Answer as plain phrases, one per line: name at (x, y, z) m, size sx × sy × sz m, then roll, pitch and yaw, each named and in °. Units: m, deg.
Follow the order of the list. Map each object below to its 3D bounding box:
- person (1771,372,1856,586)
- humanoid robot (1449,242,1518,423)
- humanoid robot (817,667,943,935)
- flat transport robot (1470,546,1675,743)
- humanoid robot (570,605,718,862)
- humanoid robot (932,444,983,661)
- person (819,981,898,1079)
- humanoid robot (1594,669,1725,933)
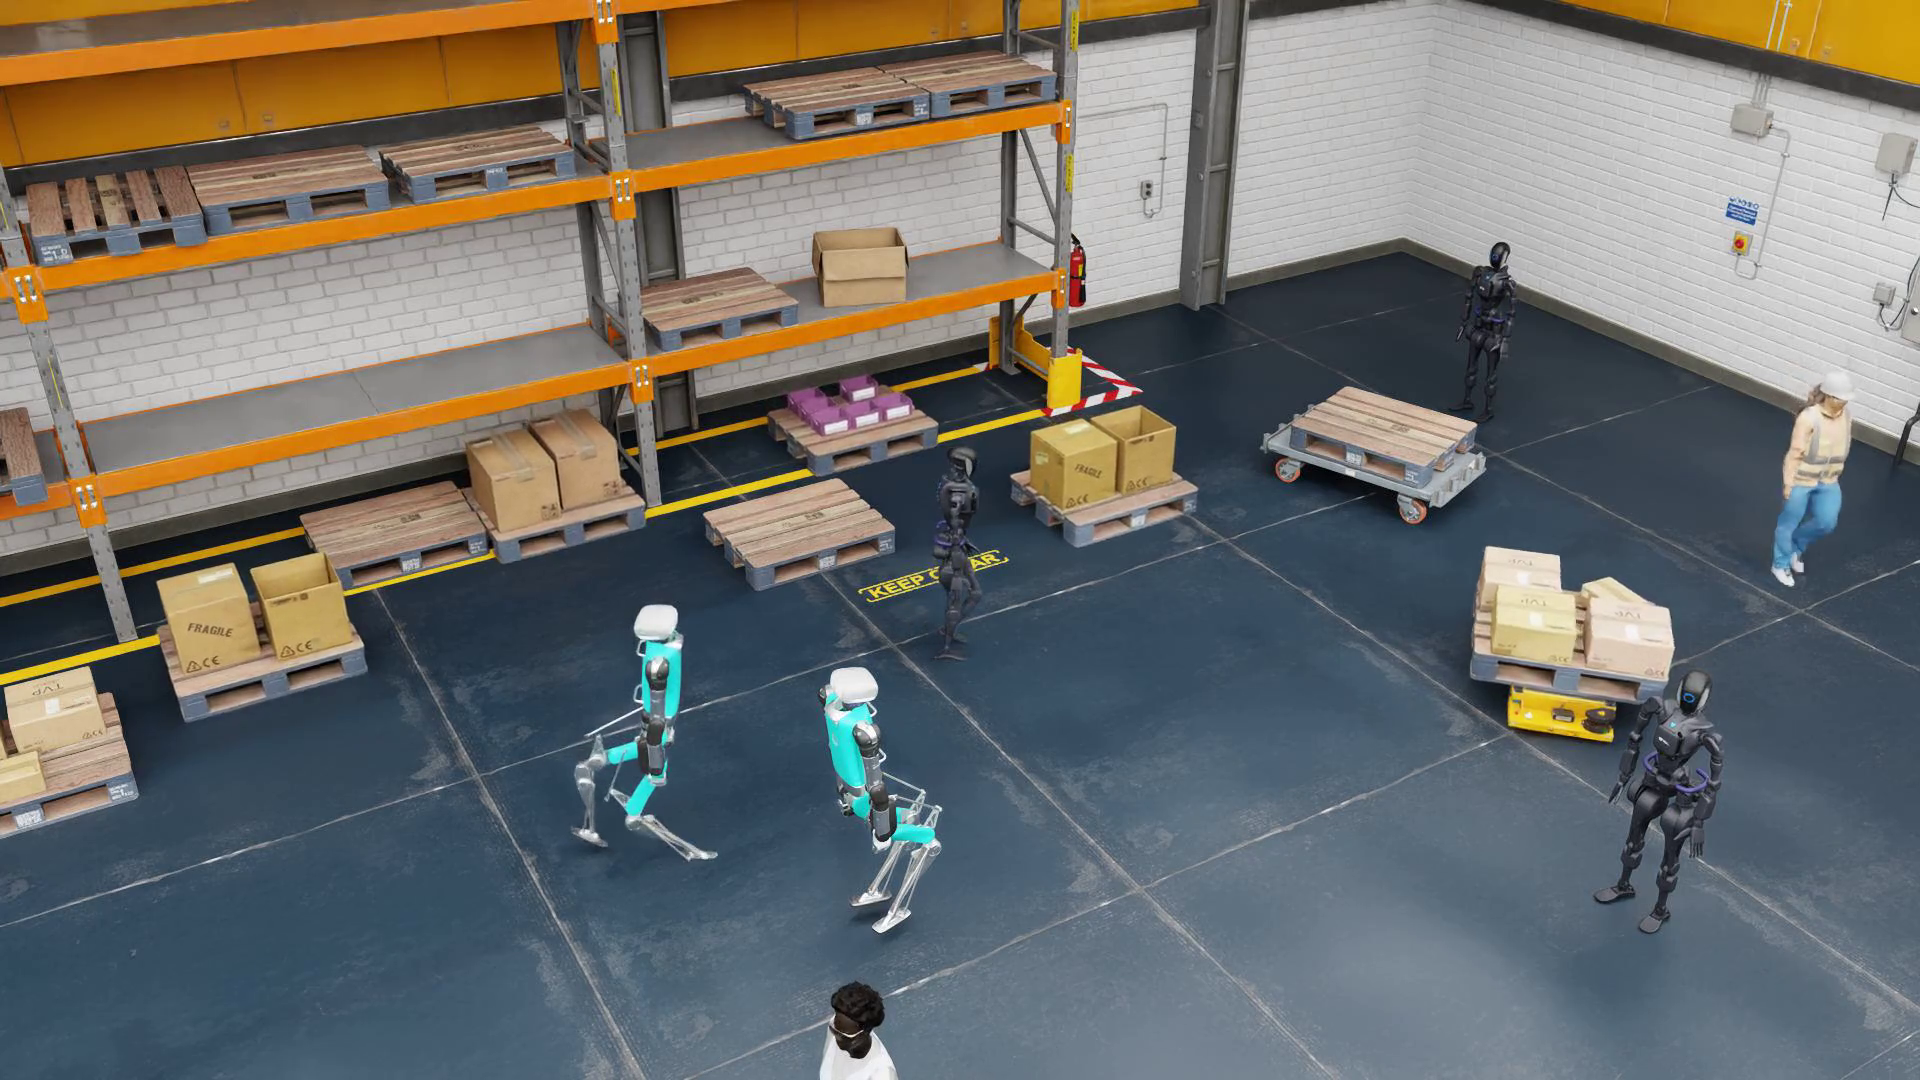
person at (6.297, -0.452, 12.300) m, size 0.503 × 1.713 × 0.432 m, roll -4°, pitch 30°, yaw -8°
humanoid robot at (4.702, -1.861, 14.820) m, size 0.315 × 1.659 × 0.599 m, roll -16°, pitch 33°, yaw -26°
humanoid robot at (-0.359, 1.352, 8.953) m, size 0.735 × 1.677 × 0.533 m, roll -16°, pitch 33°, yaw -26°
flat transport robot at (4.121, 0.875, 11.425) m, size 0.659 × 0.231 × 1.431 m, roll 8°, pitch 31°, yaw 14°
humanoid robot at (-1.955, 1.166, 9.484) m, size 1.034 × 1.780 × 0.541 m, roll -1°, pitch 29°, yaw -2°
humanoid robot at (-0.014, 0.095, 11.373) m, size 0.335 × 1.643 × 0.612 m, roll 2°, pitch 30°, yaw 4°
person at (-0.422, 2.531, 7.037) m, size 0.318 × 1.700 × 0.536 m, roll -16°, pitch 33°, yaw -26°
humanoid robot at (3.842, 1.402, 9.044) m, size 0.315 × 1.659 × 0.599 m, roll -16°, pitch 33°, yaw -26°
